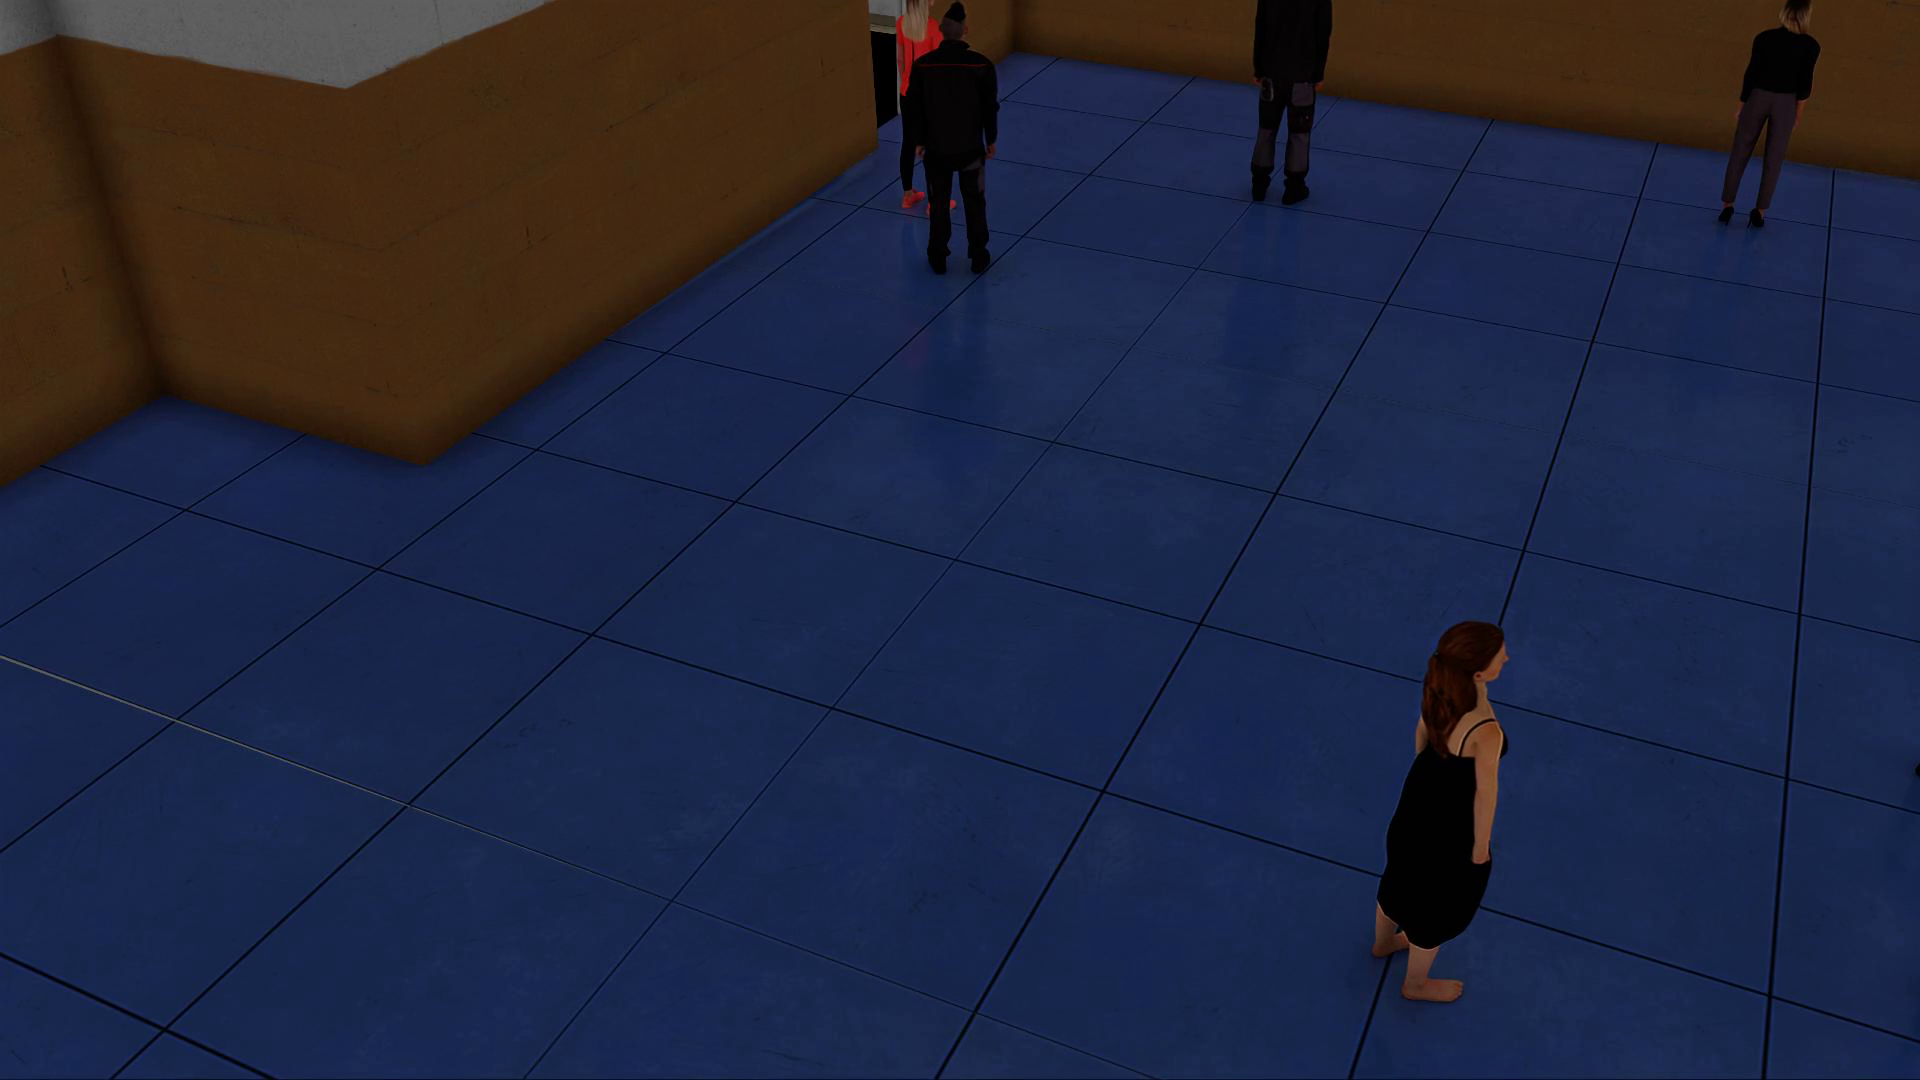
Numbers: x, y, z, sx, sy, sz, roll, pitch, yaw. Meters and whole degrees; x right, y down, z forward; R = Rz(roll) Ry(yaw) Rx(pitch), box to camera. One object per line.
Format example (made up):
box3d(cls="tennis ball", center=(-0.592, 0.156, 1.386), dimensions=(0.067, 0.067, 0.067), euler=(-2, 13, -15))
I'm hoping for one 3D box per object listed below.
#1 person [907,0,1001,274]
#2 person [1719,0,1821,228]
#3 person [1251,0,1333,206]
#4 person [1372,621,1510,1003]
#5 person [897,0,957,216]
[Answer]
box3d(cls="person", center=(-0.030, -2.687, 11.133), dimensions=(0.706, 1.859, 0.901), euler=(2, 34, 3))
box3d(cls="person", center=(5.764, -3.046, 11.864), dimensions=(0.487, 1.670, 0.668), euler=(17, 37, 23))
box3d(cls="person", center=(2.414, -3.437, 12.204), dimensions=(0.521, 1.946, 0.758), euler=(13, 36, 19))
box3d(cls="person", center=(1.705, 0.952, 5.896), dimensions=(0.736, 1.624, 0.682), euler=(-10, 35, -14))
box3d(cls="person", center=(-0.274, -3.227, 12.116), dimensions=(0.541, 1.693, 0.703), euler=(24, 40, 31))
